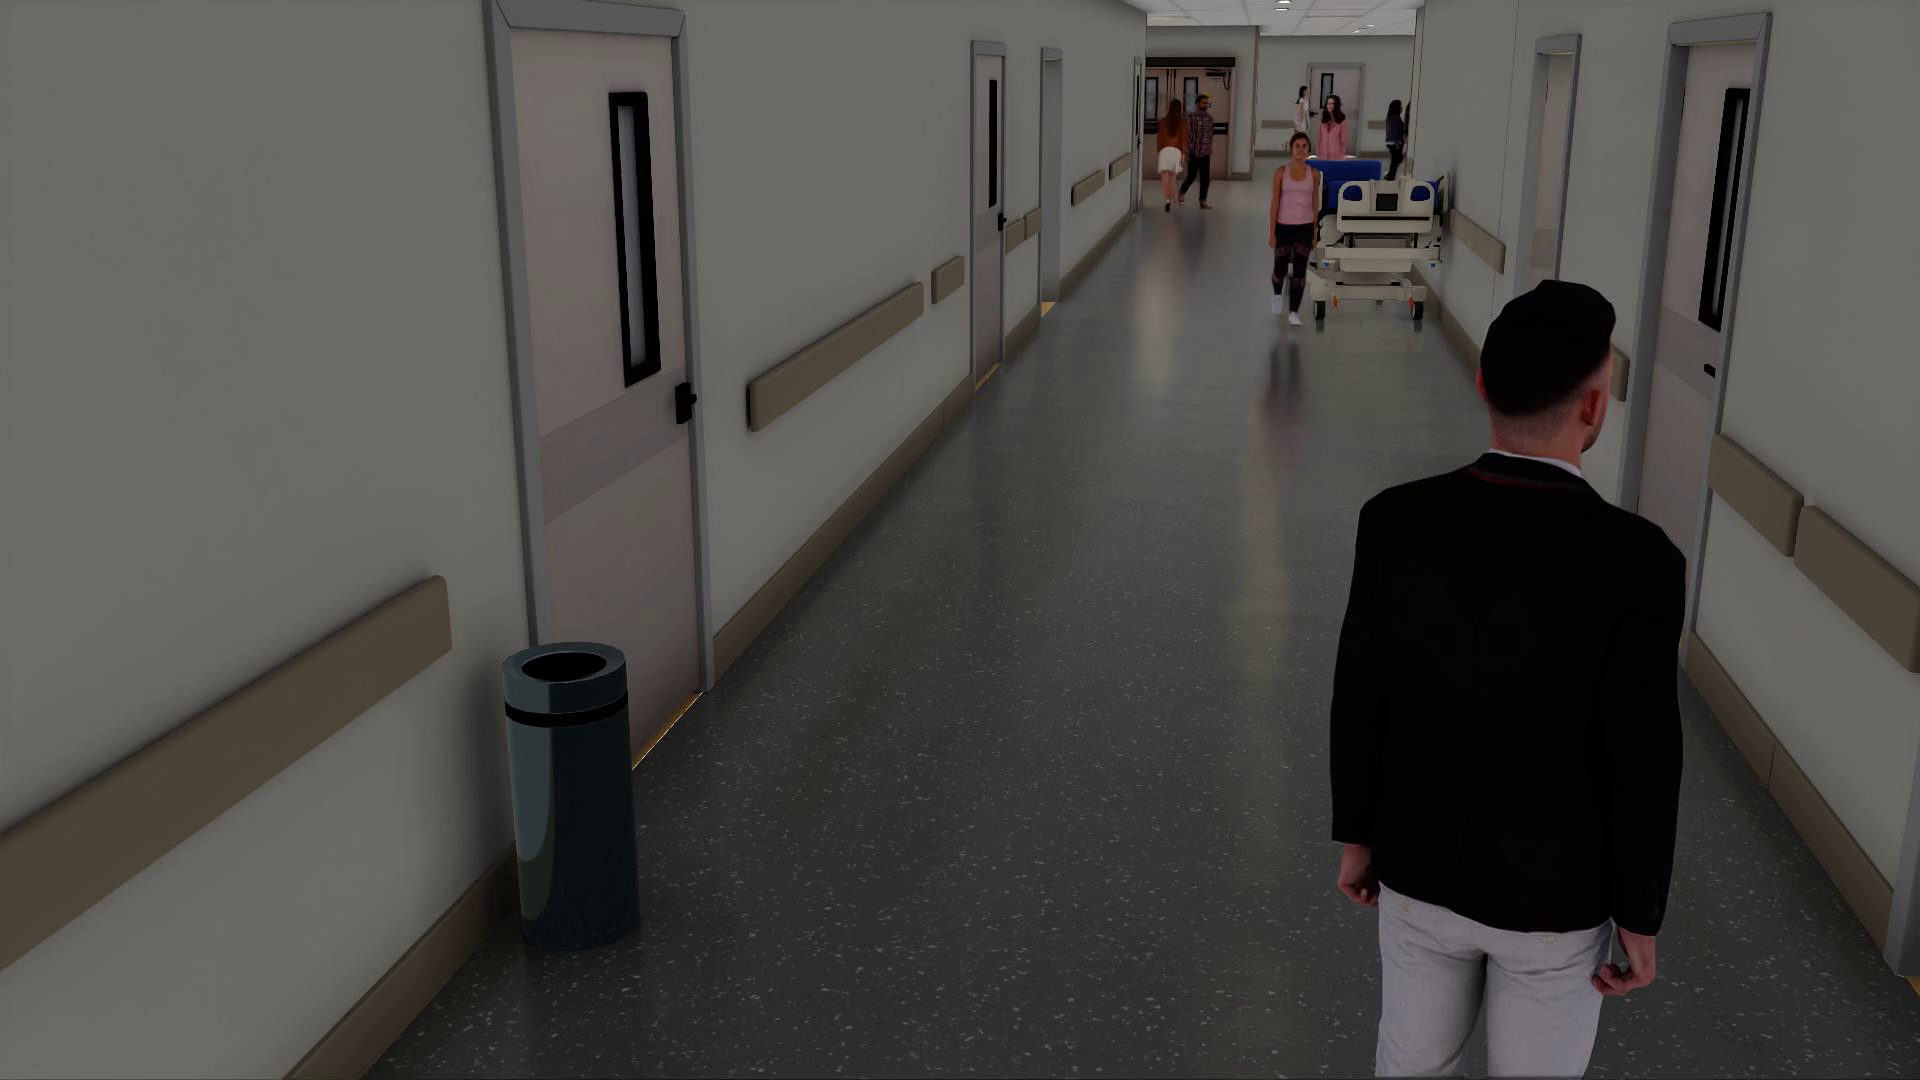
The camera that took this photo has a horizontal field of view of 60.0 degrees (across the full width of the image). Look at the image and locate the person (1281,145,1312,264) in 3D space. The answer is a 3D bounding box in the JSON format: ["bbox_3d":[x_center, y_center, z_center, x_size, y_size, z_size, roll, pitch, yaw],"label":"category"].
[{"bbox_3d":[3.536,-3.440,17.358,0.660,1.432,0.657,6,17,19],"label":"person"}]

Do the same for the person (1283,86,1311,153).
[{"bbox_3d":[8.408,-10.379,41.367,0.963,1.760,0.714,6,17,20],"label":"person"}]

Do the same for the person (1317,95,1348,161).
[{"bbox_3d":[5.286,-5.354,23.520,1.012,1.773,0.958,11,19,34],"label":"person"}]

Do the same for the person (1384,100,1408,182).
[{"bbox_3d":[8.195,-7.537,31.612,0.700,1.584,0.708,0,16,0],"label":"person"}]

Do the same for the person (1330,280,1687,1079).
[{"bbox_3d":[0.804,0.526,2.535,0.675,1.843,0.804,13,20,38],"label":"person"}]

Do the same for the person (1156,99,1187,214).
[{"bbox_3d":[3.211,-5.850,25.445,1.064,1.684,0.747,0,16,2],"label":"person"}]

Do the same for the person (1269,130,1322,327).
[{"bbox_3d":[2.833,-2.650,14.194,0.806,1.631,0.712,0,16,-1],"label":"person"}]

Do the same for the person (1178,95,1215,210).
[{"bbox_3d":[3.721,-6.099,26.225,1.046,1.740,1.045,-7,17,-22],"label":"person"}]
